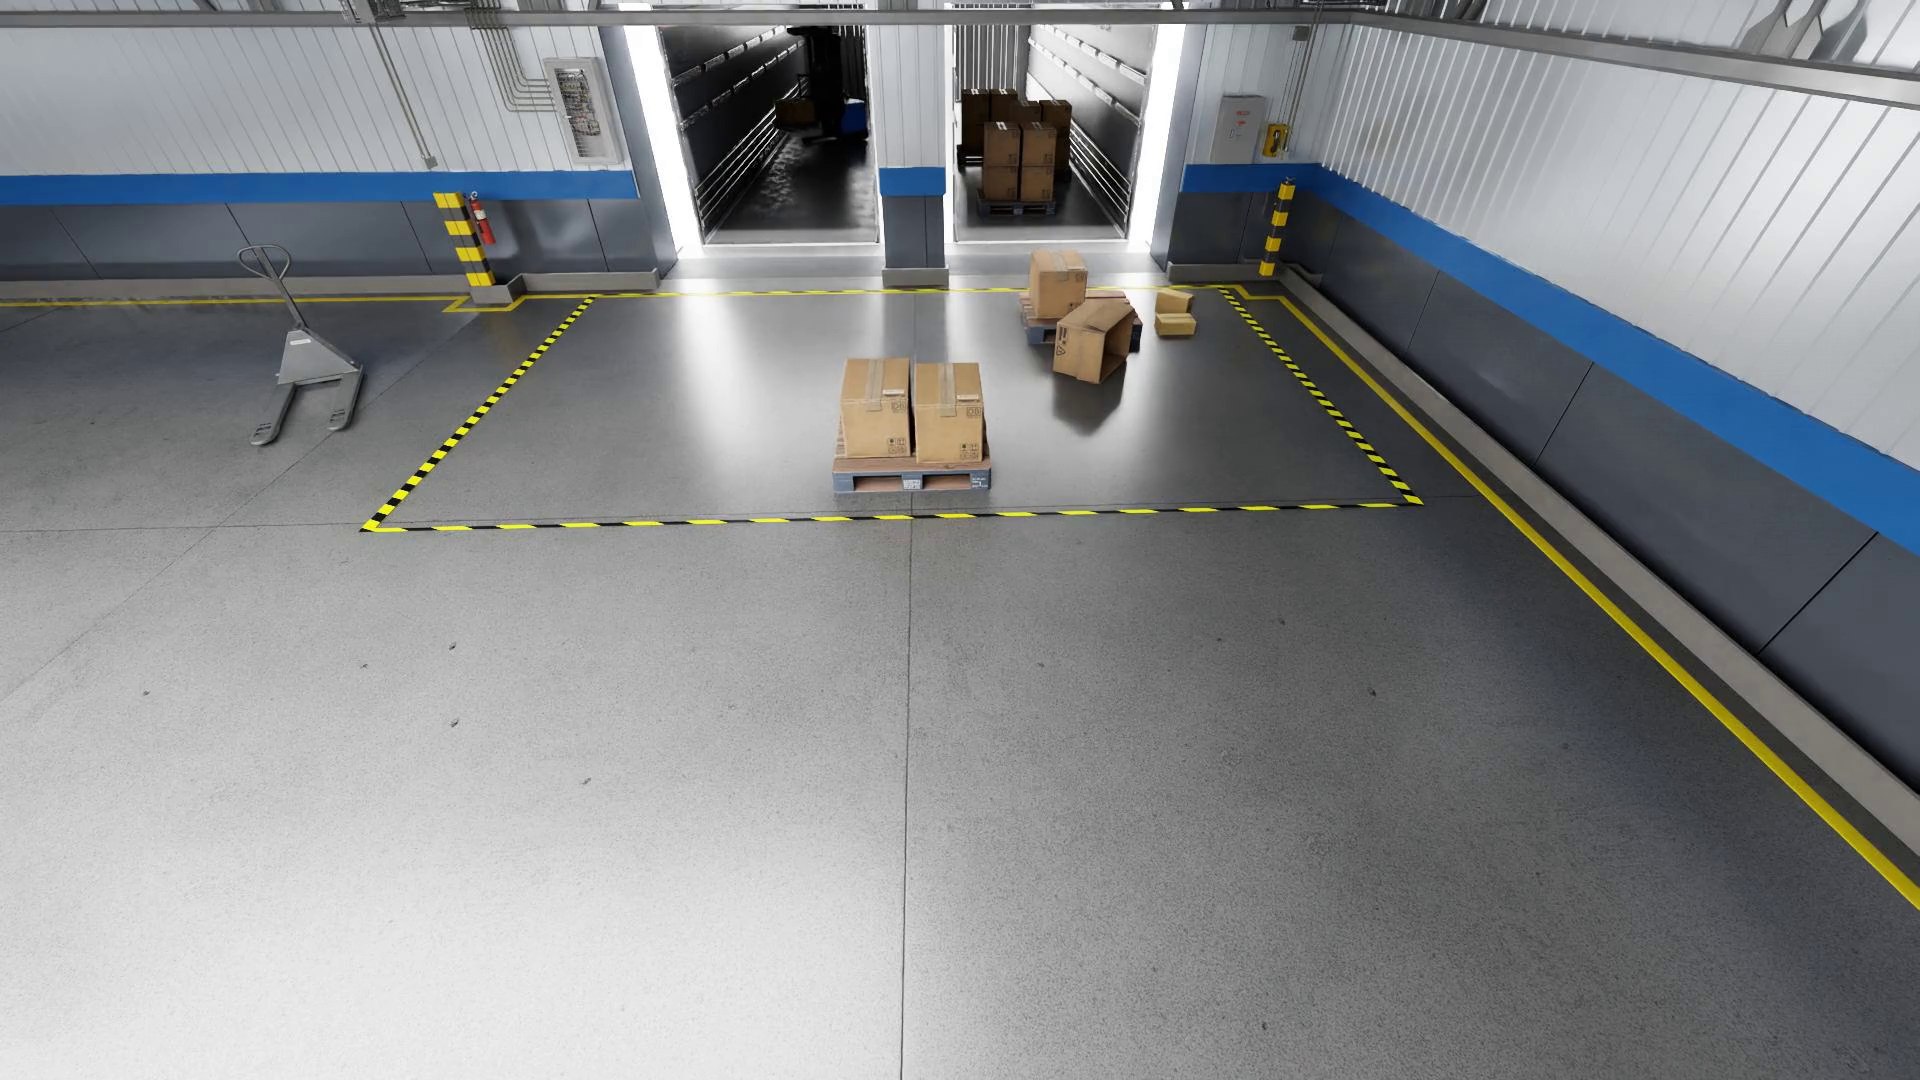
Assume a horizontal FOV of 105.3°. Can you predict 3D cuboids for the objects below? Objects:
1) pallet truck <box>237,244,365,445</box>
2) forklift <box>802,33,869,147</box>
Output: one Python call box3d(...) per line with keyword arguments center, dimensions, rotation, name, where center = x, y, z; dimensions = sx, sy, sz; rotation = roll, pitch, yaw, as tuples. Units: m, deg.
box3d(center=(-5.915, -1.733, 6.366), dimensions=(0.680, 1.201, 1.601), rotation=(-18, 42, -21), name="pallet truck")
box3d(center=(-2.585, -9.726, 15.794), dimensions=(0.776, 2.013, 0.716), rotation=(-29, 47, -31), name="forklift")
